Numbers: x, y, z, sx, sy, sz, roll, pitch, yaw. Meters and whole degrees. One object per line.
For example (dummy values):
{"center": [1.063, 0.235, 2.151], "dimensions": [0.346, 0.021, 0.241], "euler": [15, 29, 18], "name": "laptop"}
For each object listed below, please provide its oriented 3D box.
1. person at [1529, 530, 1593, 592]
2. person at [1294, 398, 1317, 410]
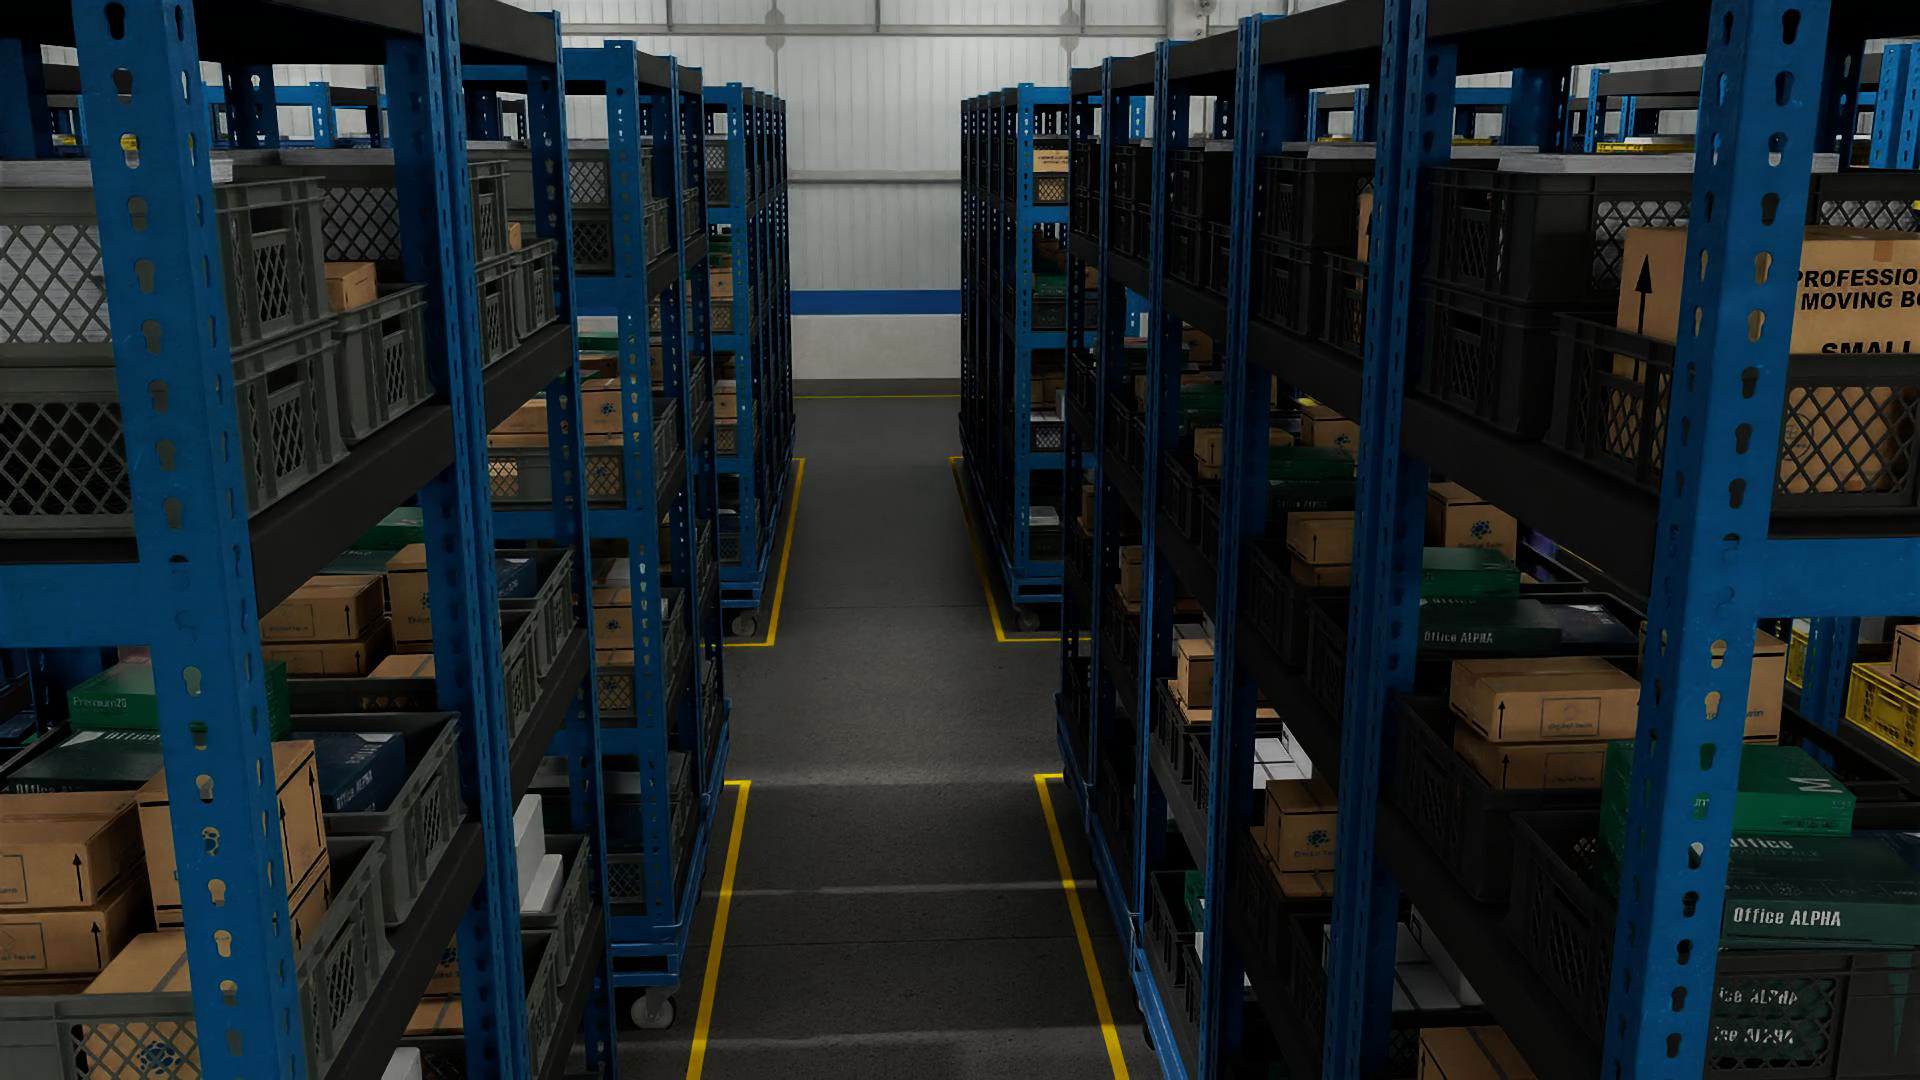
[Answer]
{"center": [3.143, 0.324, 8.780], "dimensions": [1.034, 1.786, 0.554], "euler": [-7, 15, -25], "name": "person"}
{"center": [1.935, 0.087, 9.620], "dimensions": [0.586, 1.833, 0.403], "euler": [-10, 17, -35], "name": "person"}
